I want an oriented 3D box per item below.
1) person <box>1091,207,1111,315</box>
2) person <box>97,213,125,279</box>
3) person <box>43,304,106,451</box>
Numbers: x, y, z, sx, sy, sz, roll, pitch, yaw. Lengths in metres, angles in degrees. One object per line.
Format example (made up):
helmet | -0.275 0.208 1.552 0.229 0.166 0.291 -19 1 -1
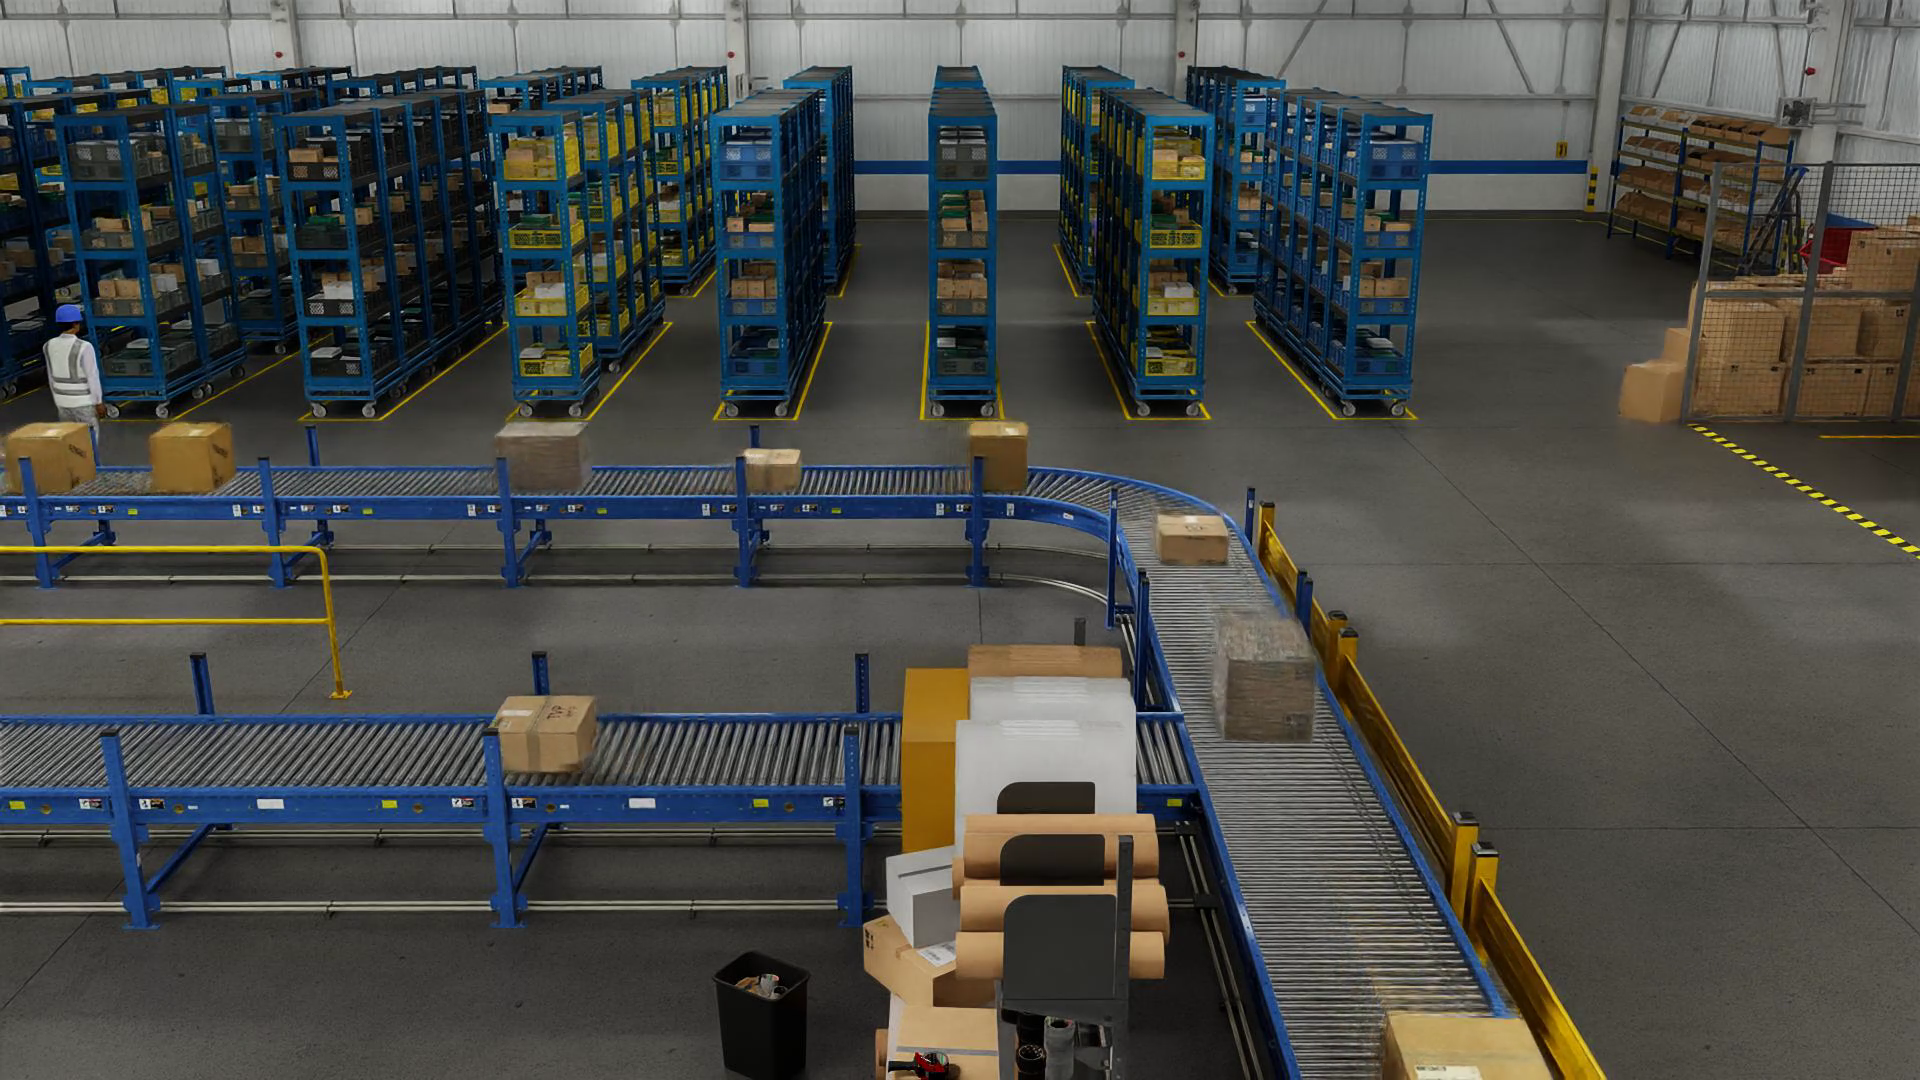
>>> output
person | 2.347 -4.484 26.486 0.563 1.837 0.383 8 20 23
person | -13.679 -4.598 26.849 0.489 1.821 0.611 -4 18 -11
person | -8.973 -1.430 16.932 0.622 1.935 0.437 7 19 21
